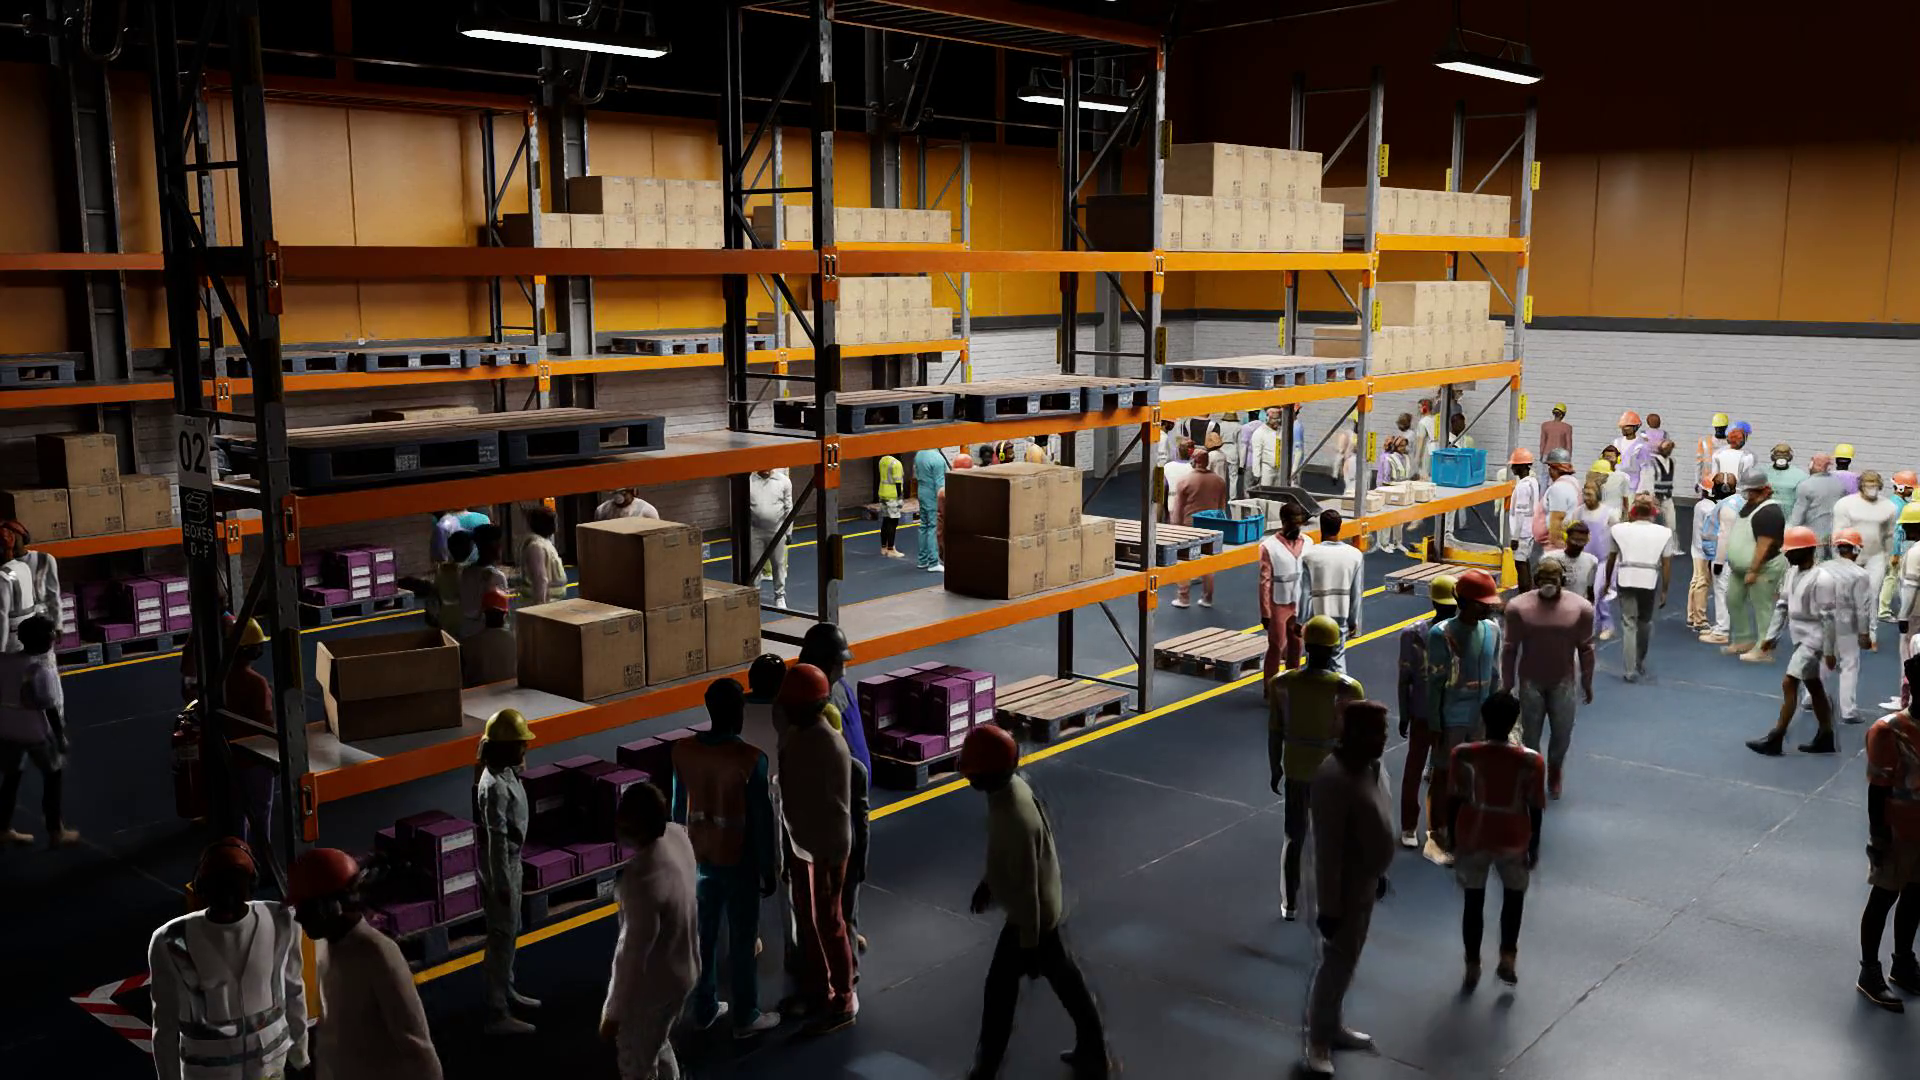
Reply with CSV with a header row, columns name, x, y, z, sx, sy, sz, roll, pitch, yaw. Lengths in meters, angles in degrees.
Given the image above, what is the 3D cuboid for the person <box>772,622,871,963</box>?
name,x,y,z,sx,sy,sz,roll,pitch,yaw
person,-0.771,1.454,9.606,0.535,2.000,0.683,5,11,29

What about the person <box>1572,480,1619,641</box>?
name,x,y,z,sx,sy,sz,roll,pitch,yaw
person,6.749,0.241,17.636,1.018,1.788,0.538,-7,12,-36

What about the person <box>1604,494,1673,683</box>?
name,x,y,z,sx,sy,sz,roll,pitch,yaw
person,6.639,0.446,16.327,0.568,1.801,0.933,3,10,15

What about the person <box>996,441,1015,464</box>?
name,x,y,z,sx,sy,sz,roll,pitch,yaw
person,0.551,-0.284,20.492,0.328,1.872,0.513,2,10,11

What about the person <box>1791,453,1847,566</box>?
name,x,y,z,sx,sy,sz,roll,pitch,yaw
person,9.859,-0.057,19.149,0.676,1.867,0.647,-4,10,-20

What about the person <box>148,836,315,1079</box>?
name,x,y,z,sx,sy,sz,roll,pitch,yaw
person,-2.807,2.059,6.455,0.573,1.887,0.354,-8,12,-38

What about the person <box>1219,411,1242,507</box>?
name,x,y,z,sx,sy,sz,roll,pitch,yaw
person,4.424,-1.371,27.393,0.490,1.734,0.326,2,10,14

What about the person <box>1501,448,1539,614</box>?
name,x,y,z,sx,sy,sz,roll,pitch,yaw
person,6.468,-0.099,19.206,0.385,1.932,0.543,5,11,29

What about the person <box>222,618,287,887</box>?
name,x,y,z,sx,sy,sz,roll,pitch,yaw
person,-4.620,1.380,10.864,0.525,1.769,0.308,6,11,34

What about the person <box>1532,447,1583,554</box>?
name,x,y,z,sx,sy,sz,roll,pitch,yaw
person,6.638,-0.034,18.487,0.538,2.000,0.688,7,12,35

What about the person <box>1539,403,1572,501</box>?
name,x,y,z,sx,sy,sz,roll,pitch,yaw
person,9.824,-1.387,27.427,0.534,1.757,0.337,7,12,37

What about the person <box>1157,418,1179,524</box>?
name,x,y,z,sx,sy,sz,roll,pitch,yaw
person,2.998,-0.959,24.366,0.389,1.925,0.549,1,10,4

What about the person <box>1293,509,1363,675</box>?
name,x,y,z,sx,sy,sz,roll,pitch,yaw
person,3.239,0.681,14.630,0.602,1.906,0.411,-2,10,-14

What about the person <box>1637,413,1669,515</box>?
name,x,y,z,sx,sy,sz,roll,pitch,yaw
person,11.114,-1.214,26.722,0.514,1.644,0.307,1,10,6

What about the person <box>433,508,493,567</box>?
name,x,y,z,sx,sy,sz,roll,pitch,yaw
person,-4.965,0.367,16.677,0.570,1.843,0.372,-4,10,-24

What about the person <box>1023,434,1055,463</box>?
name,x,y,z,sx,sy,sz,roll,pitch,yaw
person,1.347,-1.516,28.212,0.564,1.745,0.347,-2,10,-11

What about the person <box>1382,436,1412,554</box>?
name,x,y,z,sx,sy,sz,roll,pitch,yaw
person,6.119,-0.636,23.276,0.523,1.639,0.309,-6,11,-33

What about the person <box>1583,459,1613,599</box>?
name,x,y,z,sx,sy,sz,roll,pitch,yaw
person,7.558,-0.101,19.810,0.347,1.733,0.492,4,10,25

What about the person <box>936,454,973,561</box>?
name,x,y,z,sx,sy,sz,roll,pitch,yaw
person,0.045,0.036,18.243,0.614,1.987,0.408,0,10,-1

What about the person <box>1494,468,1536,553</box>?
name,x,y,z,sx,sy,sz,roll,pitch,yaw
person,7.304,-0.397,21.905,0.509,1.623,0.295,2,10,11

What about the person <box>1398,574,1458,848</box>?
name,x,y,z,sx,sy,sz,roll,pitch,yaw
person,3.332,1.183,11.557,0.589,1.928,0.384,-1,10,-3

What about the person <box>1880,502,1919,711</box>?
name,x,y,z,sx,sy,sz,roll,pitch,yaw
person,8.634,0.607,15.045,0.603,1.913,0.403,-9,13,-44

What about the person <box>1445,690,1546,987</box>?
name,x,y,z,sx,sy,sz,roll,pitch,yaw
person,2.984,1.682,9.316,0.540,1.683,0.354,4,10,20

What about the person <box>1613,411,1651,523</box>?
name,x,y,z,sx,sy,sz,roll,pitch,yaw
person,9.072,-0.734,22.657,0.370,2.044,0.608,-5,11,-27

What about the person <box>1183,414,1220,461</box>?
name,x,y,z,sx,sy,sz,roll,pitch,yaw
person,3.700,-1.190,25.434,0.612,2.031,0.403,5,11,29

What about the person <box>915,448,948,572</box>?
name,x,y,z,sx,sy,sz,roll,pitch,yaw
person,-0.343,-0.527,21.870,0.399,1.900,0.644,-5,11,-27

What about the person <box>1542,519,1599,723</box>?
name,x,y,z,sx,sy,sz,roll,pitch,yaw
person,5.440,0.672,14.973,0.522,1.822,0.842,2,10,12

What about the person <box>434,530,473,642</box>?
name,x,y,z,sx,sy,sz,roll,pitch,yaw
person,-4.480,0.750,14.849,0.551,1.683,0.424,6,11,33

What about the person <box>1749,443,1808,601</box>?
name,x,y,z,sx,sy,sz,roll,pitch,yaw
person,9.733,-0.202,19.836,0.629,1.931,0.375,4,10,25

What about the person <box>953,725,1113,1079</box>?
name,x,y,z,sx,sy,sz,roll,pitch,yaw
person,0.346,1.794,8.051,0.962,1.921,0.681,0,10,0

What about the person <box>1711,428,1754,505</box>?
name,x,y,z,sx,sy,sz,roll,pitch,yaw
person,10.168,-0.526,21.896,0.353,1.883,0.572,-8,12,-39

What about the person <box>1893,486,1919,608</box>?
name,x,y,z,sx,sy,sz,roll,pitch,yaw
person,10.155,0.274,17.596,0.385,1.728,0.486,-5,11,-26

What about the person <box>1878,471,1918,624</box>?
name,x,y,z,sx,sy,sz,roll,pitch,yaw
person,10.549,0.078,18.724,0.350,1.739,0.575,5,11,27

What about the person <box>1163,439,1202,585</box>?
name,x,y,z,sx,sy,sz,roll,pitch,yaw
person,2.815,-0.347,20.946,0.564,1.841,0.394,5,11,26

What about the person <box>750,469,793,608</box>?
name,x,y,z,sx,sy,sz,roll,pitch,yaw
person,-2.260,-0.109,19.367,0.645,1.900,0.399,-1,10,-7

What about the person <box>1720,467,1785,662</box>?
name,x,y,z,sx,sy,sz,roll,pitch,yaw
person,8.055,0.236,16.877,0.553,2.000,0.697,0,10,2

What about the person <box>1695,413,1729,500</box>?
name,x,y,z,sx,sy,sz,roll,pitch,yaw
person,10.779,-0.847,23.683,0.588,1.927,0.370,5,11,27

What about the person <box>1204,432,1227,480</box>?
name,x,y,z,sx,sy,sz,roll,pitch,yaw
person,3.651,-0.733,23.911,0.288,1.625,0.497,9,13,43

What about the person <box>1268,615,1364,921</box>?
name,x,y,z,sx,sy,sz,roll,pitch,yaw
person,2.181,1.409,10.211,0.587,1.927,0.369,4,10,23

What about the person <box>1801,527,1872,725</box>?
name,x,y,z,sx,sy,sz,roll,pitch,yaw
person,7.838,0.748,14.779,0.387,1.726,0.633,-2,10,-10

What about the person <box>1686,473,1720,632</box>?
name,x,y,z,sx,sy,sz,roll,pitch,yaw
person,8.237,0.138,18.311,0.327,1.753,0.561,2,10,11
